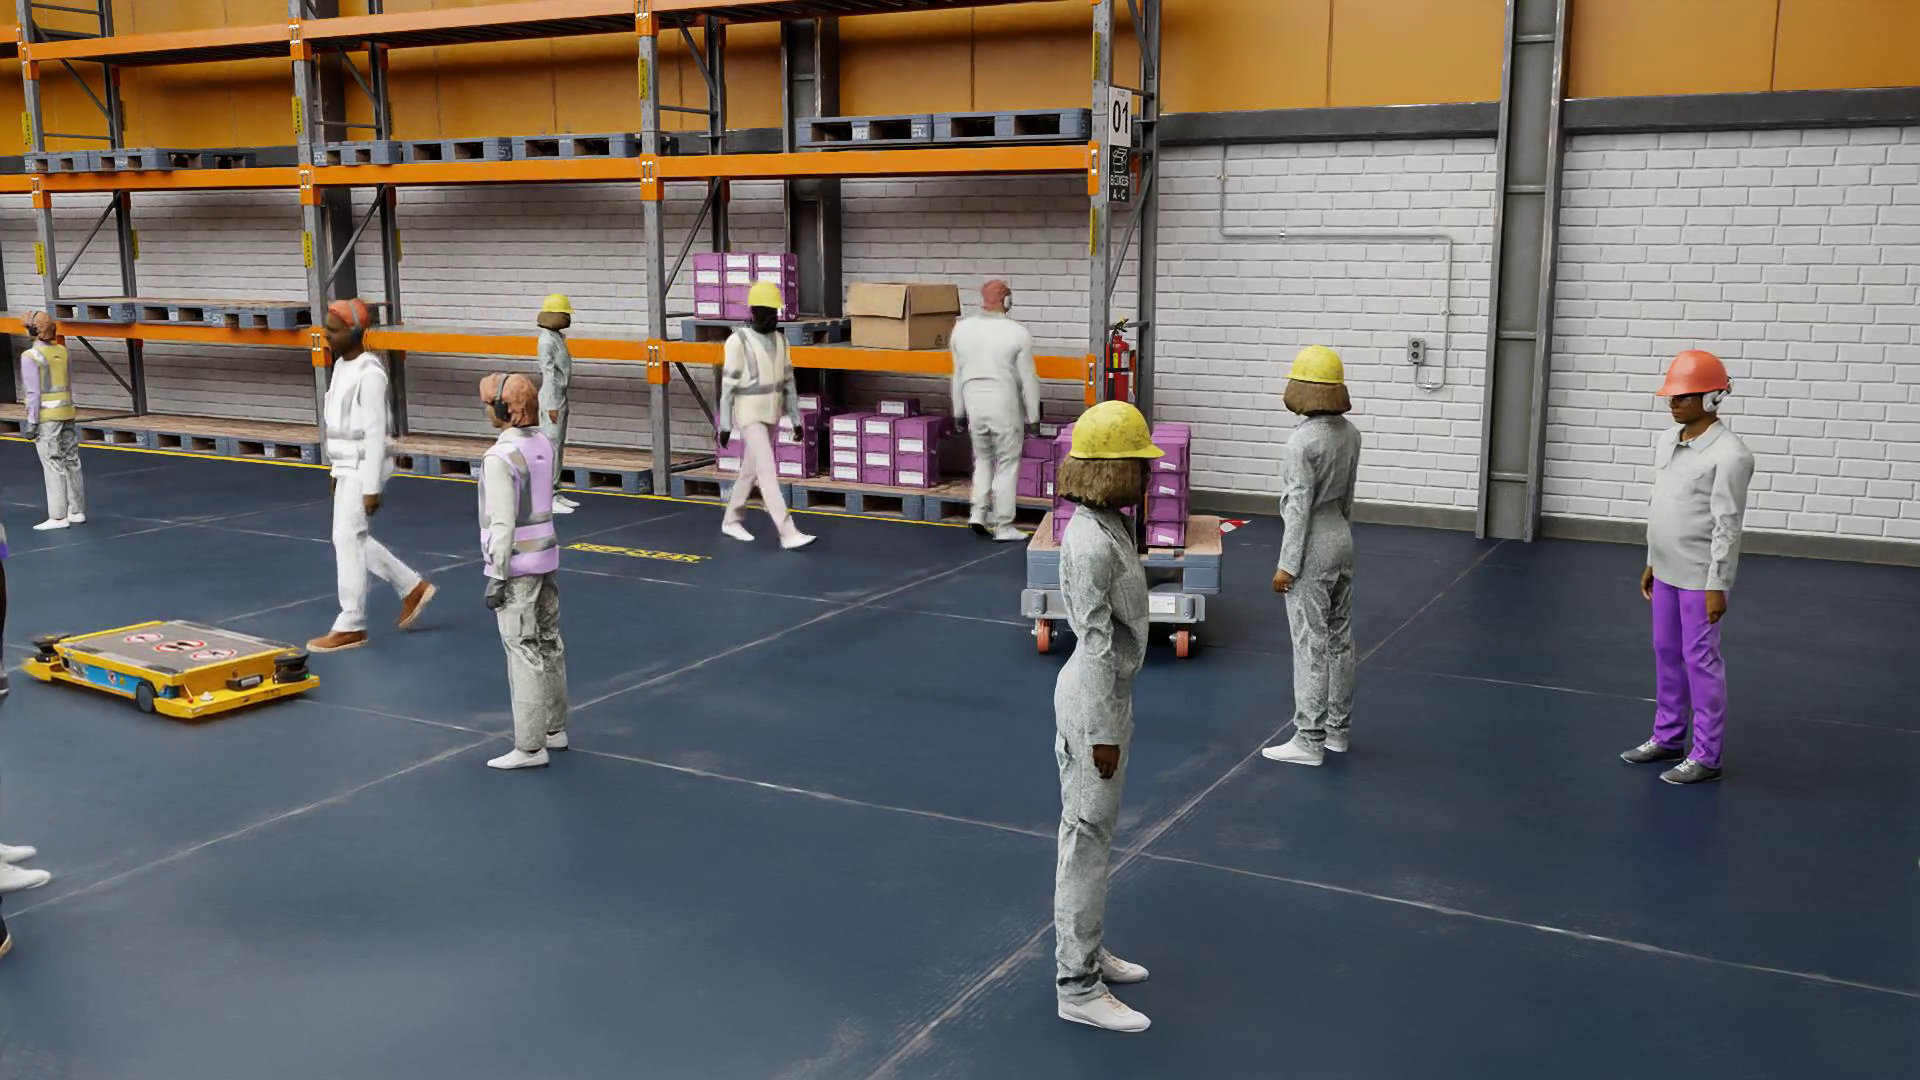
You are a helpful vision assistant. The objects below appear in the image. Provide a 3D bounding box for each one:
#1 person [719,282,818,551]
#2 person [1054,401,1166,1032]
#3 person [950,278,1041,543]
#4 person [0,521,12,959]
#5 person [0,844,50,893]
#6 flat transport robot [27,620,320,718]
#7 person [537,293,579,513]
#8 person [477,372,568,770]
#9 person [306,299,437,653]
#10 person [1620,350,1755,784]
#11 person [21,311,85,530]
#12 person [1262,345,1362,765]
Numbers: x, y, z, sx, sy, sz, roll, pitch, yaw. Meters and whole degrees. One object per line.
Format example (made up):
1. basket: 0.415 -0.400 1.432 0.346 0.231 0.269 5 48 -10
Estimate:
1. person: -1.383 -0.875 11.730 1.009 1.870 0.619 7 12 33
2. person: 0.412 0.480 4.657 0.294 1.744 0.487 1 10 6
3. person: 0.268 -0.916 11.889 0.682 1.890 0.437 6 12 29
4. person: -3.103 0.330 4.863 0.614 1.964 0.361 0 10 -2
5. person: -3.368 0.237 5.555 0.418 1.908 0.607 -5 12 -26
6. flat transport robot: -3.828 0.596 8.060 1.431 0.197 0.652 7 12 34
7. person: -3.203 -1.090 13.268 0.325 1.740 0.492 -1 10 -4
8. person: -1.810 0.128 6.870 0.308 1.639 0.524 2 10 9
9. person: -3.199 -0.356 8.903 0.691 1.866 0.615 -6 12 -32
10. person: 2.921 0.107 6.711 0.348 1.743 0.557 -1 10 -6
11. person: -6.815 -0.894 12.469 0.313 1.642 0.513 1 10 5
12. person: 1.468 0.064 6.934 0.300 1.745 0.483 9 14 42
